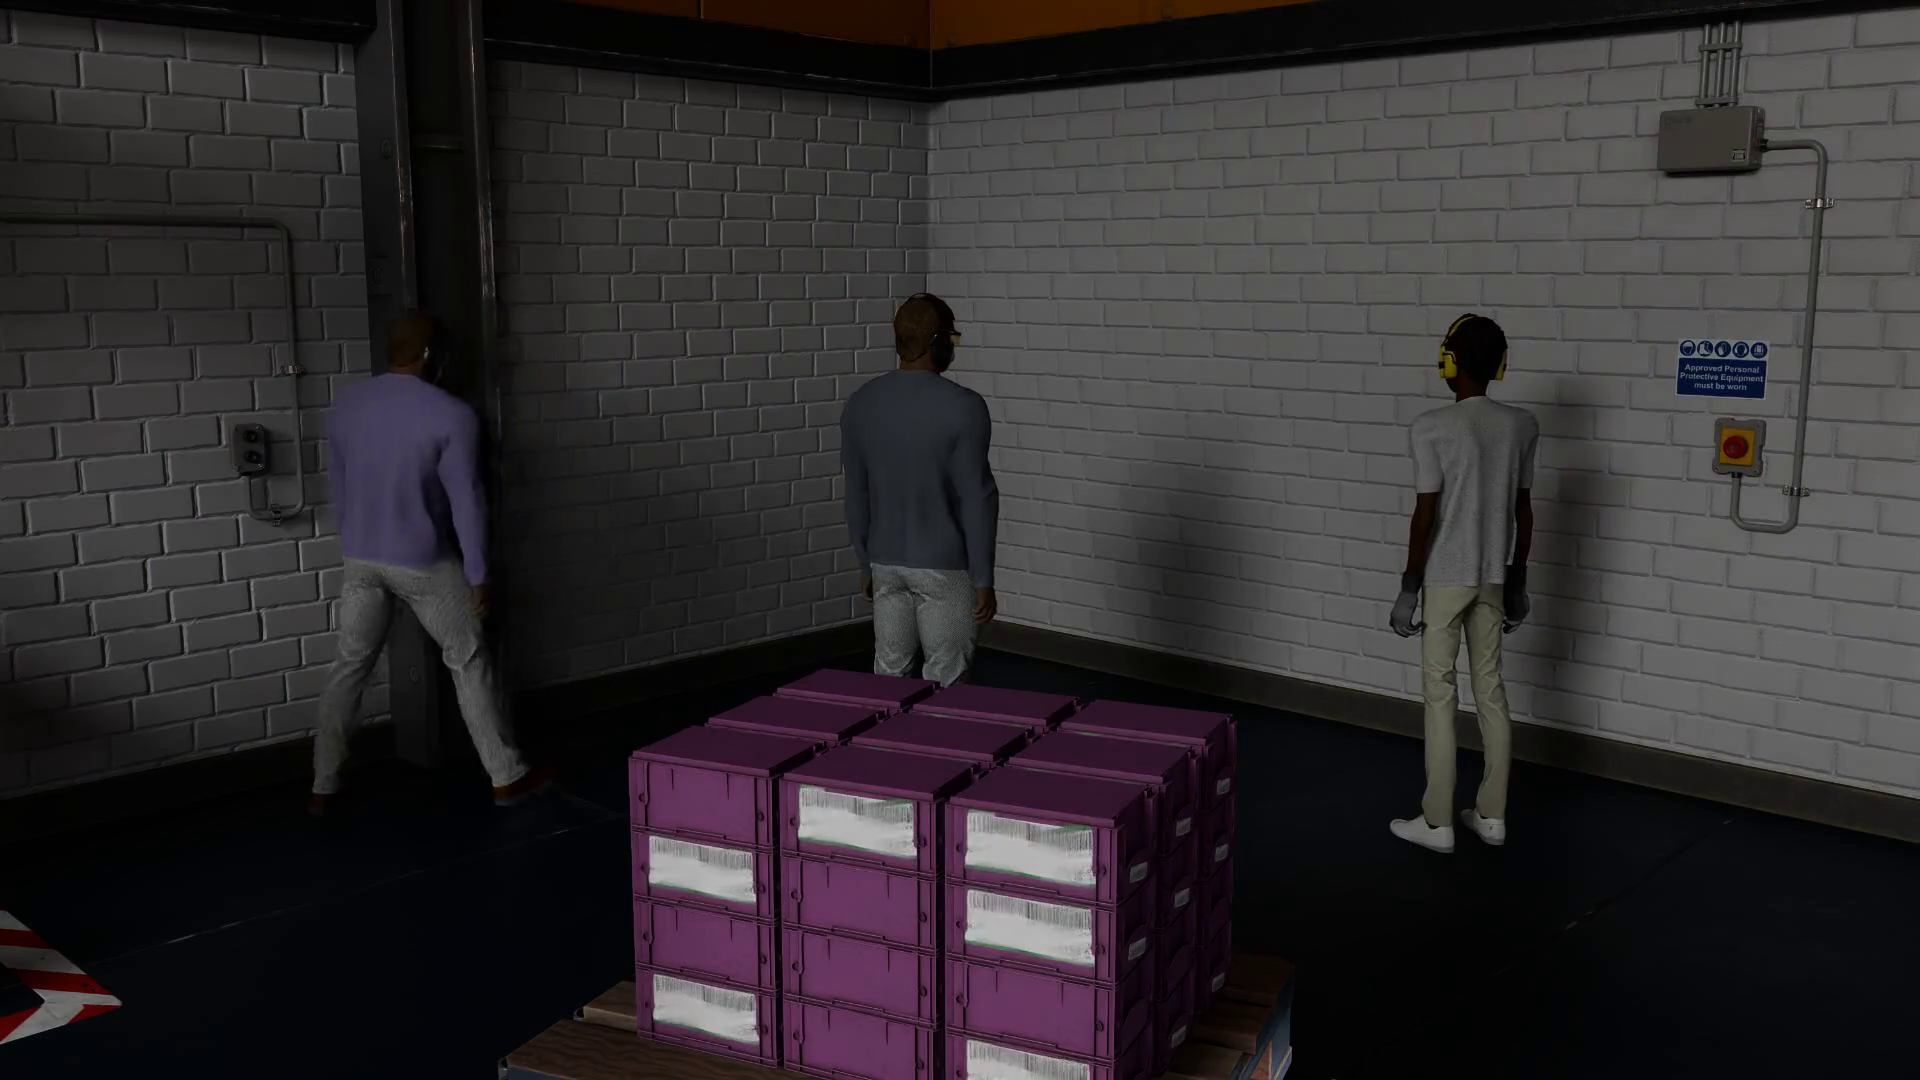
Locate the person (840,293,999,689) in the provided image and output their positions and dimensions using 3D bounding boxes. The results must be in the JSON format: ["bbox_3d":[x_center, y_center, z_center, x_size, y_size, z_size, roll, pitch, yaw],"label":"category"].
[{"bbox_3d":[-0.128,0.107,5.871,0.629,1.940,0.373,6,11,34],"label":"person"}]

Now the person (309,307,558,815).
[{"bbox_3d":[-1.989,0.083,6.221,0.785,1.893,0.571,2,10,15],"label":"person"}]

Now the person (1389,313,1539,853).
[{"bbox_3d":[1.743,0.154,5.793,0.539,1.869,0.313,-3,10,-18],"label":"person"}]
